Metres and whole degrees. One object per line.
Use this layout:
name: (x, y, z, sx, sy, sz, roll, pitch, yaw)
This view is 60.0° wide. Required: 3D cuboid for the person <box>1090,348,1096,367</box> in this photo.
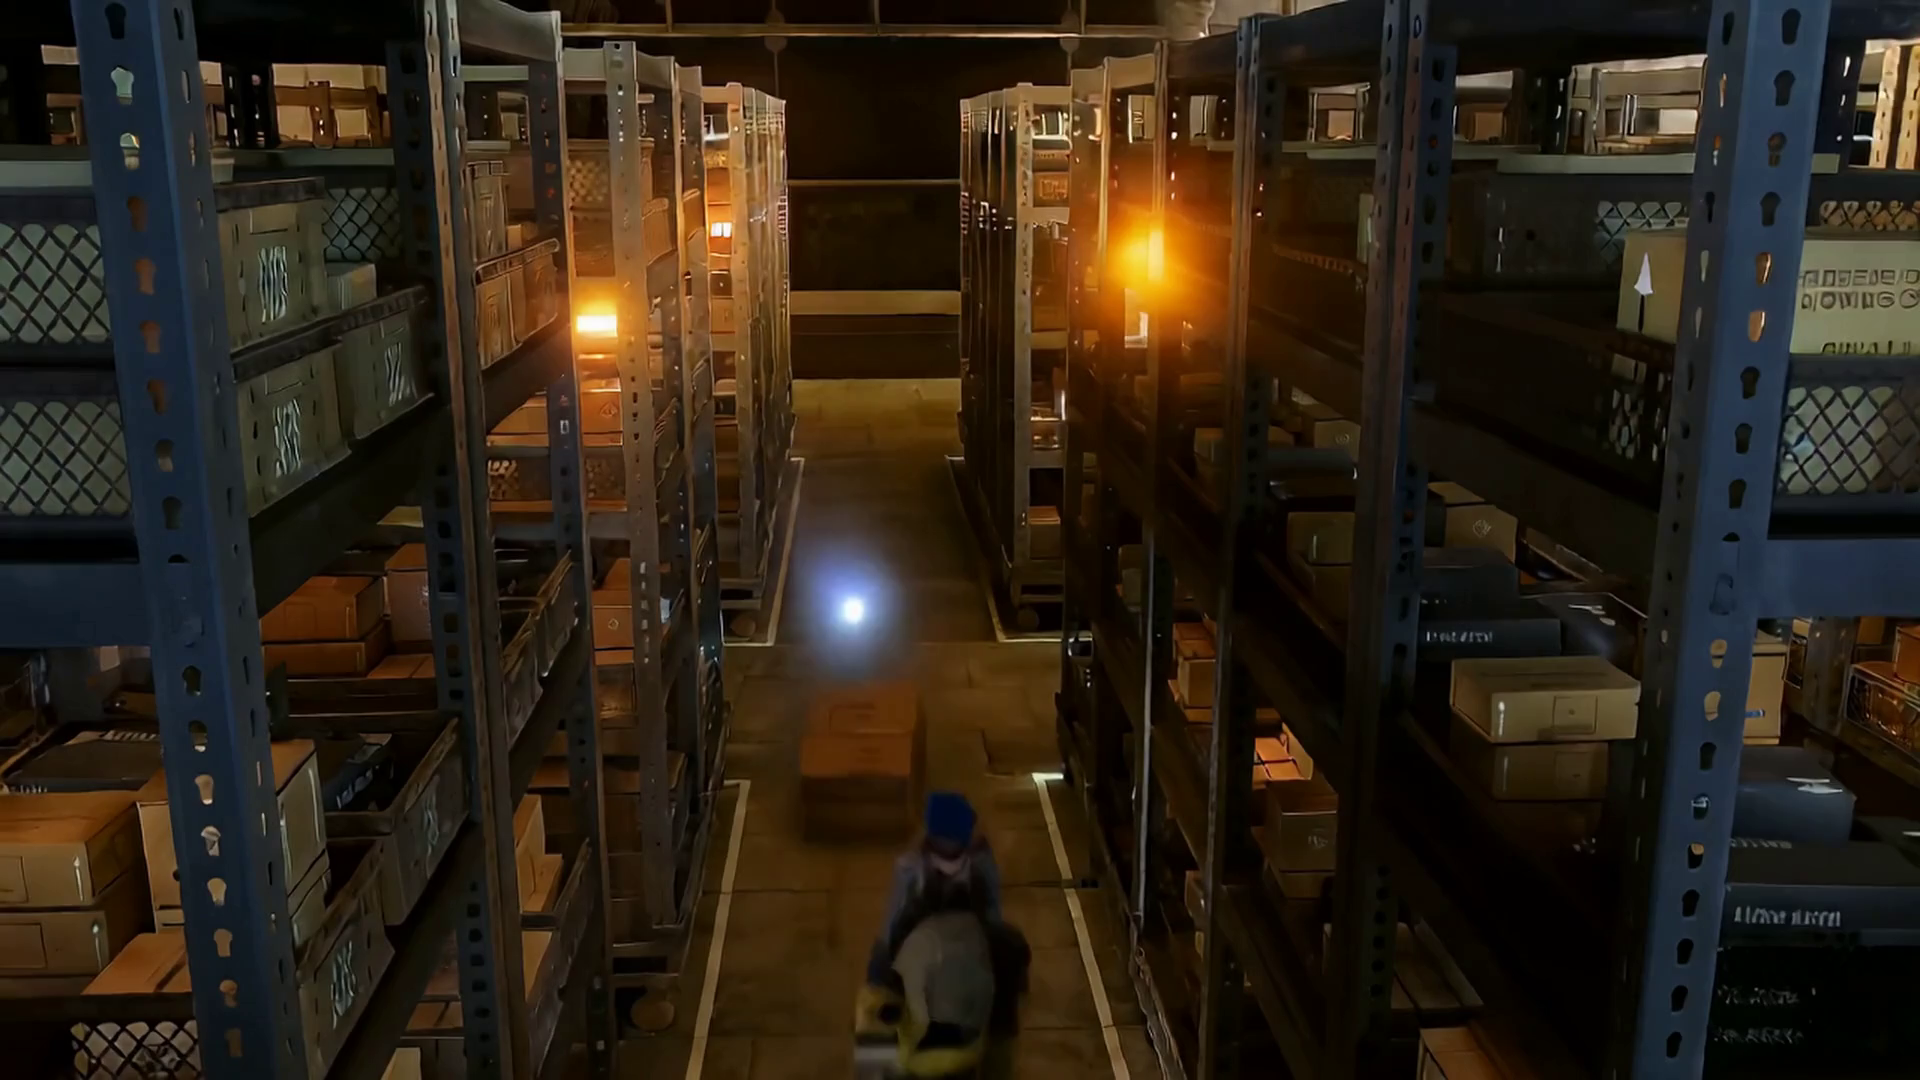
person: (1.263, -1.824, 17.356, 0.659, 1.827, 0.475, -13, 19, -42)
